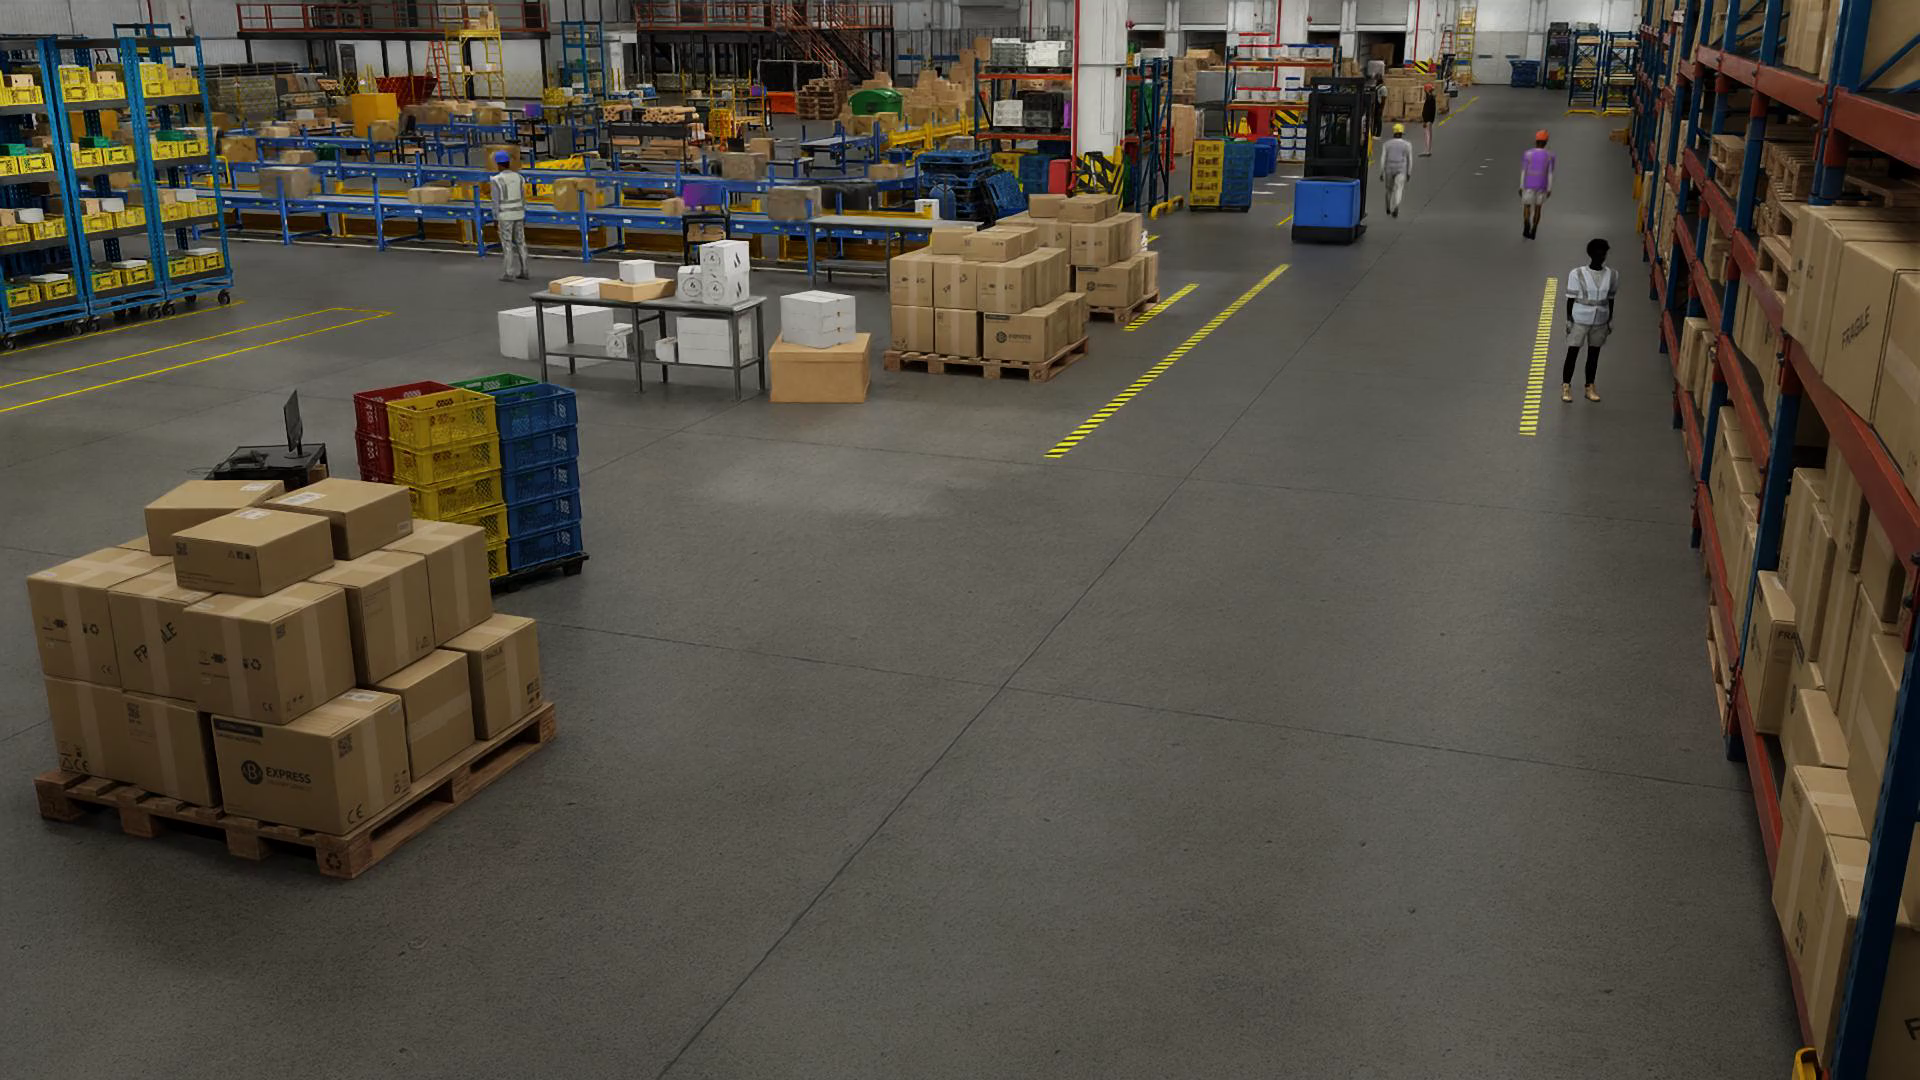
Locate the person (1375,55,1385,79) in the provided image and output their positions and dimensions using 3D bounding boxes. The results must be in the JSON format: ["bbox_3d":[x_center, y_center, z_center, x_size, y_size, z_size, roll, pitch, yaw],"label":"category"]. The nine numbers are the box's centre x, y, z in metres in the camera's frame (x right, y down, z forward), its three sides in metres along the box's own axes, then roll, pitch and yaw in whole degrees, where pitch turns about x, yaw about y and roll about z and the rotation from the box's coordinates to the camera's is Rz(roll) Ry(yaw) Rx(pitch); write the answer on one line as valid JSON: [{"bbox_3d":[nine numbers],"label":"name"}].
[{"bbox_3d":[19.924,-22.117,79.224,0.831,1.920,0.640,-6,19,-18],"label":"person"}]

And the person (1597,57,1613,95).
[{"bbox_3d":[31.186,-22.428,80.238,0.992,1.881,0.574,7,19,21],"label":"person"}]

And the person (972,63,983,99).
[{"bbox_3d":[0.668,-18.309,67.283,0.956,1.904,0.555,2,18,6],"label":"person"}]

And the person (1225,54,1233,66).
[{"bbox_3d":[13.679,-23.909,85.013,0.915,1.805,0.648,-2,18,-6],"label":"person"}]

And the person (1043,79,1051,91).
[{"bbox_3d":[3.510,-17.759,65.838,0.875,1.726,0.530,7,19,22],"label":"person"}]

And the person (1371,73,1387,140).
[{"bbox_3d":[13.111,-13.678,52.496,0.539,2.000,0.689,-6,19,-17],"label":"person"}]

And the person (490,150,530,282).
[{"bbox_3d":[-6.763,-4.846,24.921,0.424,1.938,0.603,12,21,32],"label":"person"}]

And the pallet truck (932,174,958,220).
[{"bbox_3d":[-0.507,-5.292,27.348,0.653,1.274,1.630,6,19,19],"label":"pallet truck"}]

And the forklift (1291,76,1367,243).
[{"bbox_3d":[6.598,-6.755,29.381,1.129,2.768,1.873,6,19,19],"label":"forklift"}]

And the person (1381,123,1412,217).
[{"bbox_3d":[8.602,-7.293,32.828,0.596,1.808,0.782,4,18,12],"label":"person"}]

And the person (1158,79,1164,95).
[{"bbox_3d":[6.841,-15.005,57.270,0.354,1.682,0.543,6,19,18],"label":"person"}]

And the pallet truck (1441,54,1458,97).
[{"bbox_3d":[22.765,-21.886,78.355,0.823,1.965,1.885,-4,18,-14],"label":"pallet truck"}]

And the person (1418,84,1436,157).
[{"bbox_3d":[12.975,-11.635,46.162,0.402,1.985,0.617,10,20,28],"label":"person"}]

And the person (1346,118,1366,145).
[{"bbox_3d":[9.765,-9.852,40.998,0.527,1.722,0.915,6,18,17],"label":"person"}]

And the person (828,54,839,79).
[{"bbox_3d":[-6.205,-22.864,81.613,0.584,1.882,0.339,10,20,28],"label":"person"}]

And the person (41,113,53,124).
[{"bbox_3d":[-29.640,-14.115,53.946,0.633,1.982,0.983,-1,18,-4],"label":"person"}]

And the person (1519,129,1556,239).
[{"bbox_3d":[10.213,-6.289,29.466,0.573,1.925,0.459,6,19,19],"label":"person"}]

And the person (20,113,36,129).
[{"bbox_3d":[-31.836,-14.914,56.629,0.694,1.898,0.403,-7,19,-21],"label":"person"}]

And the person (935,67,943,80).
[{"bbox_3d":[-0.755,-16.323,60.925,0.369,1.967,0.600,-2,18,-5],"label":"person"}]

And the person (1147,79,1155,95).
[{"bbox_3d":[7.031,-16.382,61.215,0.564,1.914,0.764,-15,23,-40],"label":"person"}]

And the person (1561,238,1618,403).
[{"bbox_3d":[6.499,-2.264,17.186,0.535,1.699,0.318,-1,18,-3],"label":"person"}]
